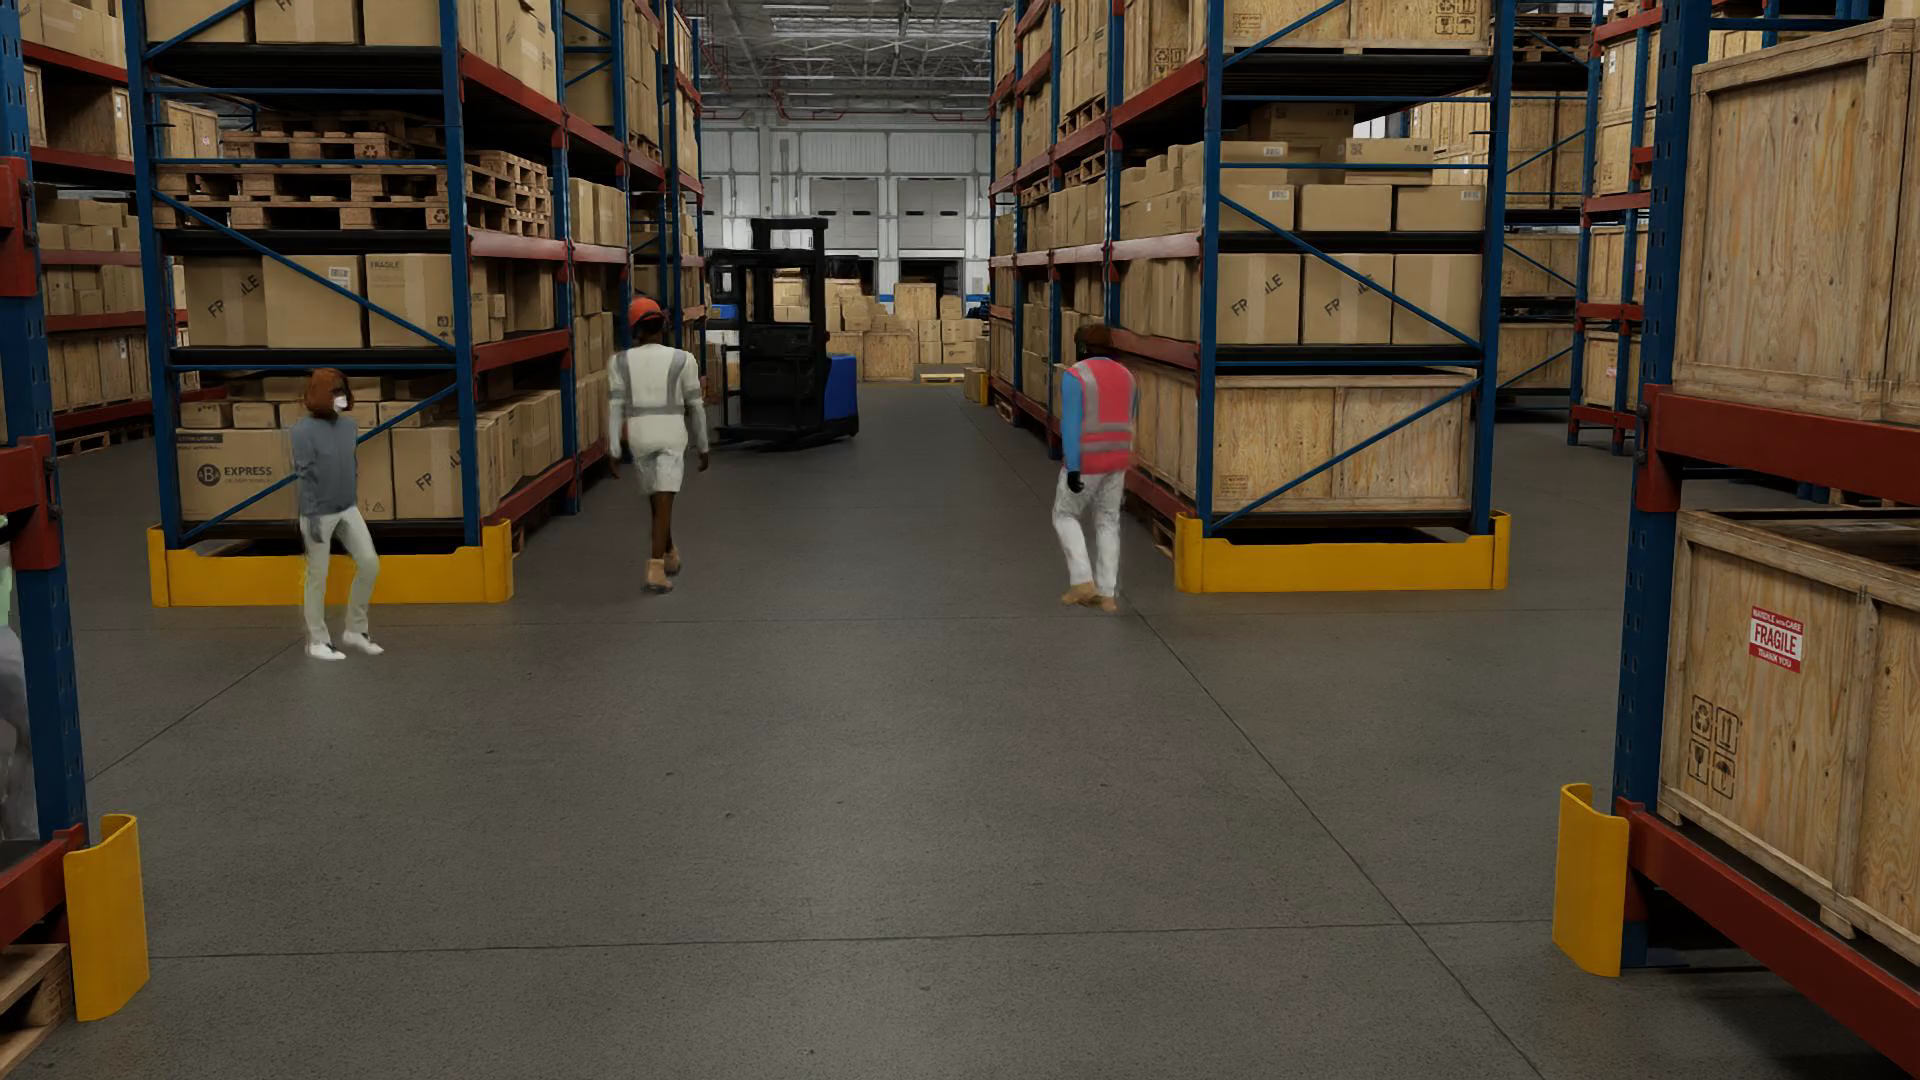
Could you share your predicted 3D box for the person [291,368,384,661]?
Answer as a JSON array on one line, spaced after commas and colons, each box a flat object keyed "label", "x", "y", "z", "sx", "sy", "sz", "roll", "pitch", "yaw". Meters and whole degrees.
[{"label": "person", "x": -3.407, "y": -0.127, "z": 9.083, "sx": 0.501, "sy": 1.618, "sz": 0.499, "roll": 4, "pitch": 10, "yaw": 26}]

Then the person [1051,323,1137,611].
[{"label": "person", "x": 0.858, "y": -0.456, "z": 10.531, "sx": 0.649, "sy": 1.816, "sz": 0.458, "roll": -7, "pitch": 11, "yaw": -37}]

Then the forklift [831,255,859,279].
[{"label": "forklift", "x": -3.984, "y": -8.555, "z": 58.051, "sx": 1.129, "sy": 2.768, "sz": 1.873, "roll": -5, "pitch": 10, "yaw": -30}]

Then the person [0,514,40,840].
[{"label": "person", "x": -3.218, "y": 0.336, "z": 5.508, "sx": 0.628, "sy": 1.824, "sz": 0.607, "roll": -1, "pitch": 9, "yaw": -3}]

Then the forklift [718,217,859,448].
[{"label": "forklift", "x": -2.117, "y": -2.635, "z": 20.876, "sx": 1.129, "sy": 2.768, "sz": 1.873, "roll": 3, "pitch": 10, "yaw": 21}]

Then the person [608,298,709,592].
[{"label": "person", "x": -2.065, "y": -0.655, "z": 11.330, "sx": 0.630, "sy": 1.971, "sz": 1.101, "roll": 1, "pitch": 9, "yaw": 6}]

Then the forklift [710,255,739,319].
[{"label": "forklift", "x": -8.368, "y": -8.713, "z": 59.038, "sx": 1.129, "sy": 2.768, "sz": 1.873, "roll": -1, "pitch": 9, "yaw": -4}]

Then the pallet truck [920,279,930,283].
[{"label": "pallet truck", "x": -0.932, "y": -8.922, "z": 63.114, "sx": 1.885, "sy": 1.965, "sz": 0.823, "roll": 2, "pitch": 9, "yaw": 13}]
